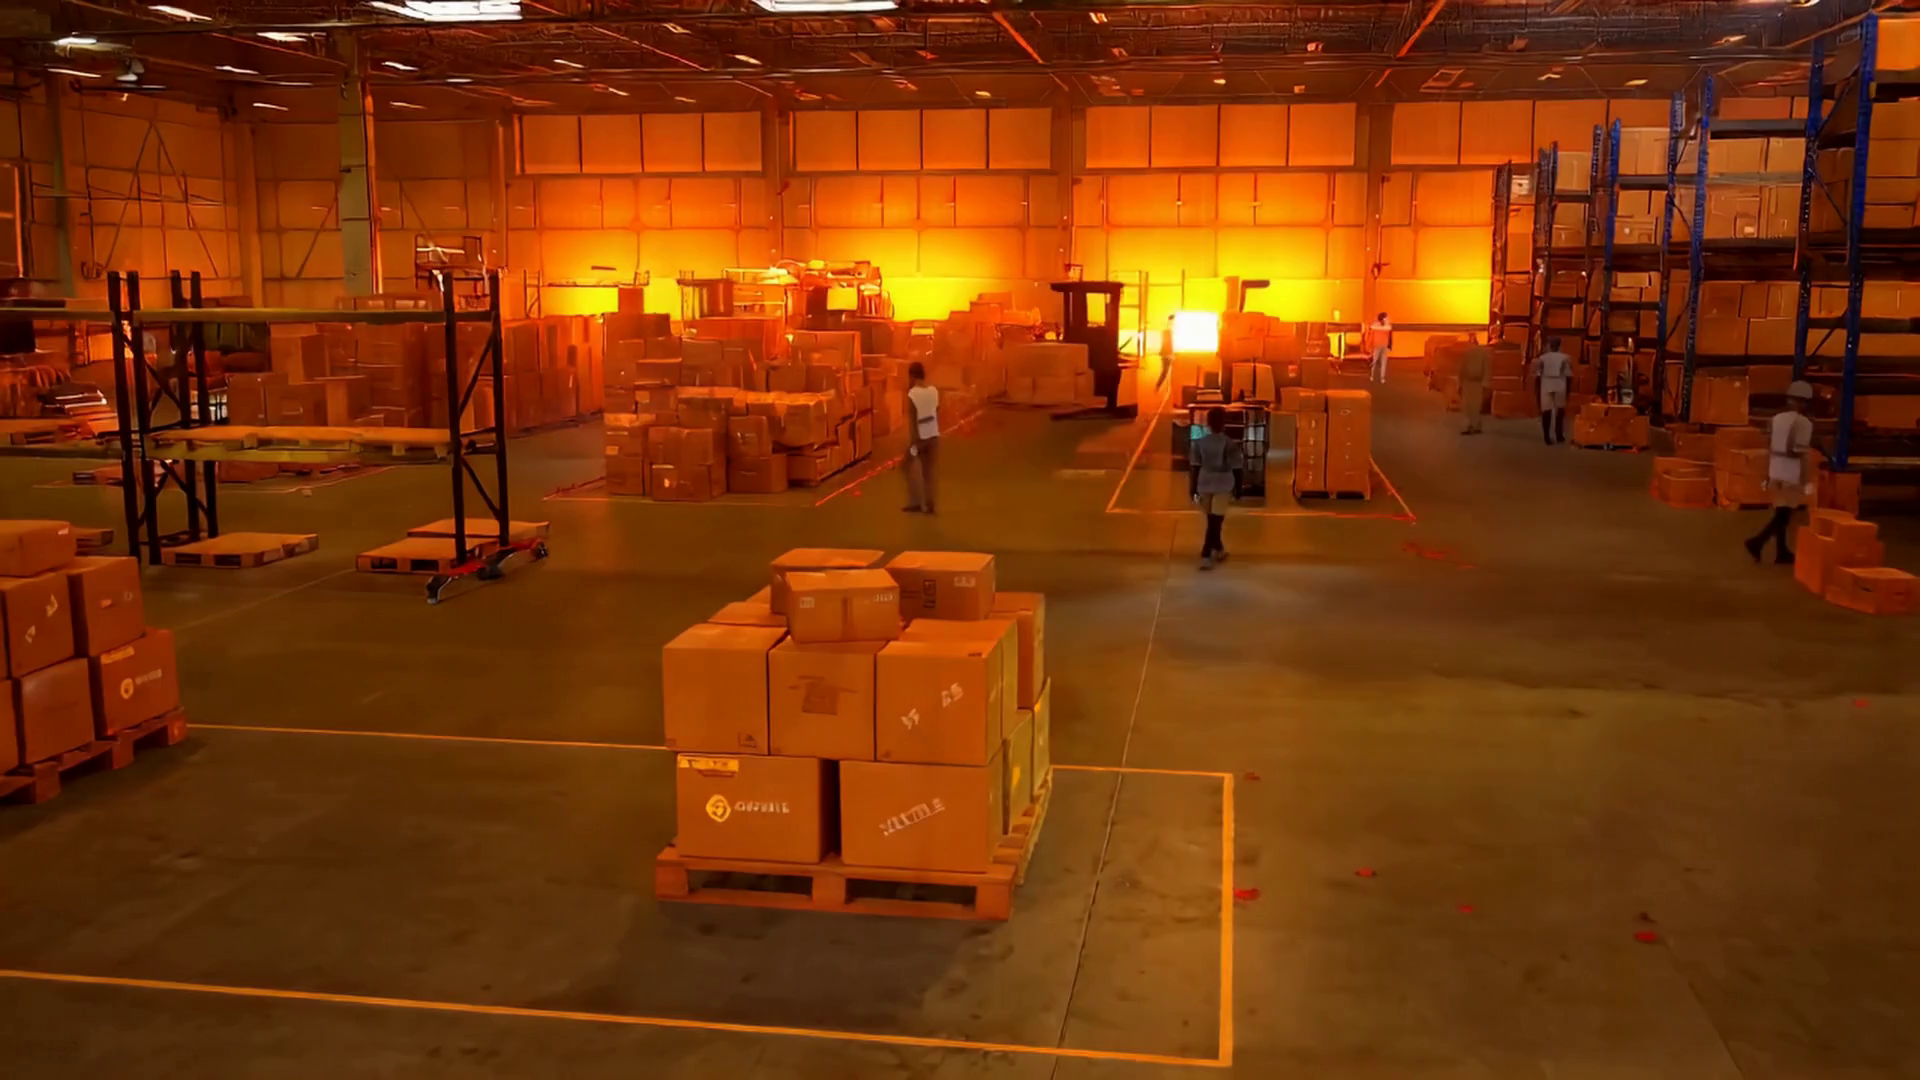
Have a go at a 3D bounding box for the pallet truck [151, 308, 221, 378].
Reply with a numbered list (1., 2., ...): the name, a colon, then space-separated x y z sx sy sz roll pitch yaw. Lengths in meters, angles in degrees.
1. pallet truck: -21.869 -5.598 47.154 0.823 1.965 1.885 4 10 26

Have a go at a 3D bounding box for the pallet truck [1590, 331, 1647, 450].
1. pallet truck: 11.253 -2.573 28.499 0.823 1.965 1.885 5 10 27

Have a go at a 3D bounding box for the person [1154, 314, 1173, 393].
1. person: 5.037 -4.488 40.370 0.625 1.973 0.630 -9 13 -44

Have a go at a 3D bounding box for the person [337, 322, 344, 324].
1. person: -18.735 -6.176 50.900 0.629 1.940 0.379 2 9 11

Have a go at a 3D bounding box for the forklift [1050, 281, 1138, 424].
1. forklift: 2.746 -3.805 33.383 1.129 2.768 1.873 5 11 31

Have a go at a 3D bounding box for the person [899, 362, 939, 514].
1. person: -0.527 -1.267 20.759 0.619 1.892 0.583 8 12 40

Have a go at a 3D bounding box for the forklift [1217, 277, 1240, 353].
1. forklift: 7.930 -6.231 48.346 1.873 2.768 1.129 1 9 9

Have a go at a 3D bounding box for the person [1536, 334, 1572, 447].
1. person: 10.271 -2.586 28.720 0.623 1.936 0.831 6 11 32

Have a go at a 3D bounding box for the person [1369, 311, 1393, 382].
1. person: 11.453 -5.254 45.265 0.639 1.926 0.458 0 9 -2

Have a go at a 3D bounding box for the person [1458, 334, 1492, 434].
1. person: 9.573 -2.890 30.871 0.637 1.867 0.710 -8 12 -42

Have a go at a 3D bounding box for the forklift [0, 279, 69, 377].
1. forklift: -22.377 -4.792 39.470 1.873 2.768 1.129 1 9 9

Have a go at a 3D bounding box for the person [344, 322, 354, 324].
1. person: -14.269 -4.212 38.997 0.650 1.889 0.984 -2 9 -12

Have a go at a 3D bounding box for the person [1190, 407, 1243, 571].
1. person: 2.611 -0.528 16.950 0.540 1.651 0.897 6 11 33

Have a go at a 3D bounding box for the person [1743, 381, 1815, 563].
1. person: 8.423 -0.677 17.070 0.662 1.915 0.554 -1 9 -8

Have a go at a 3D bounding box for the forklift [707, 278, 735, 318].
1. forklift: -6.431 -5.689 45.000 1.873 2.768 1.129 4 10 23
